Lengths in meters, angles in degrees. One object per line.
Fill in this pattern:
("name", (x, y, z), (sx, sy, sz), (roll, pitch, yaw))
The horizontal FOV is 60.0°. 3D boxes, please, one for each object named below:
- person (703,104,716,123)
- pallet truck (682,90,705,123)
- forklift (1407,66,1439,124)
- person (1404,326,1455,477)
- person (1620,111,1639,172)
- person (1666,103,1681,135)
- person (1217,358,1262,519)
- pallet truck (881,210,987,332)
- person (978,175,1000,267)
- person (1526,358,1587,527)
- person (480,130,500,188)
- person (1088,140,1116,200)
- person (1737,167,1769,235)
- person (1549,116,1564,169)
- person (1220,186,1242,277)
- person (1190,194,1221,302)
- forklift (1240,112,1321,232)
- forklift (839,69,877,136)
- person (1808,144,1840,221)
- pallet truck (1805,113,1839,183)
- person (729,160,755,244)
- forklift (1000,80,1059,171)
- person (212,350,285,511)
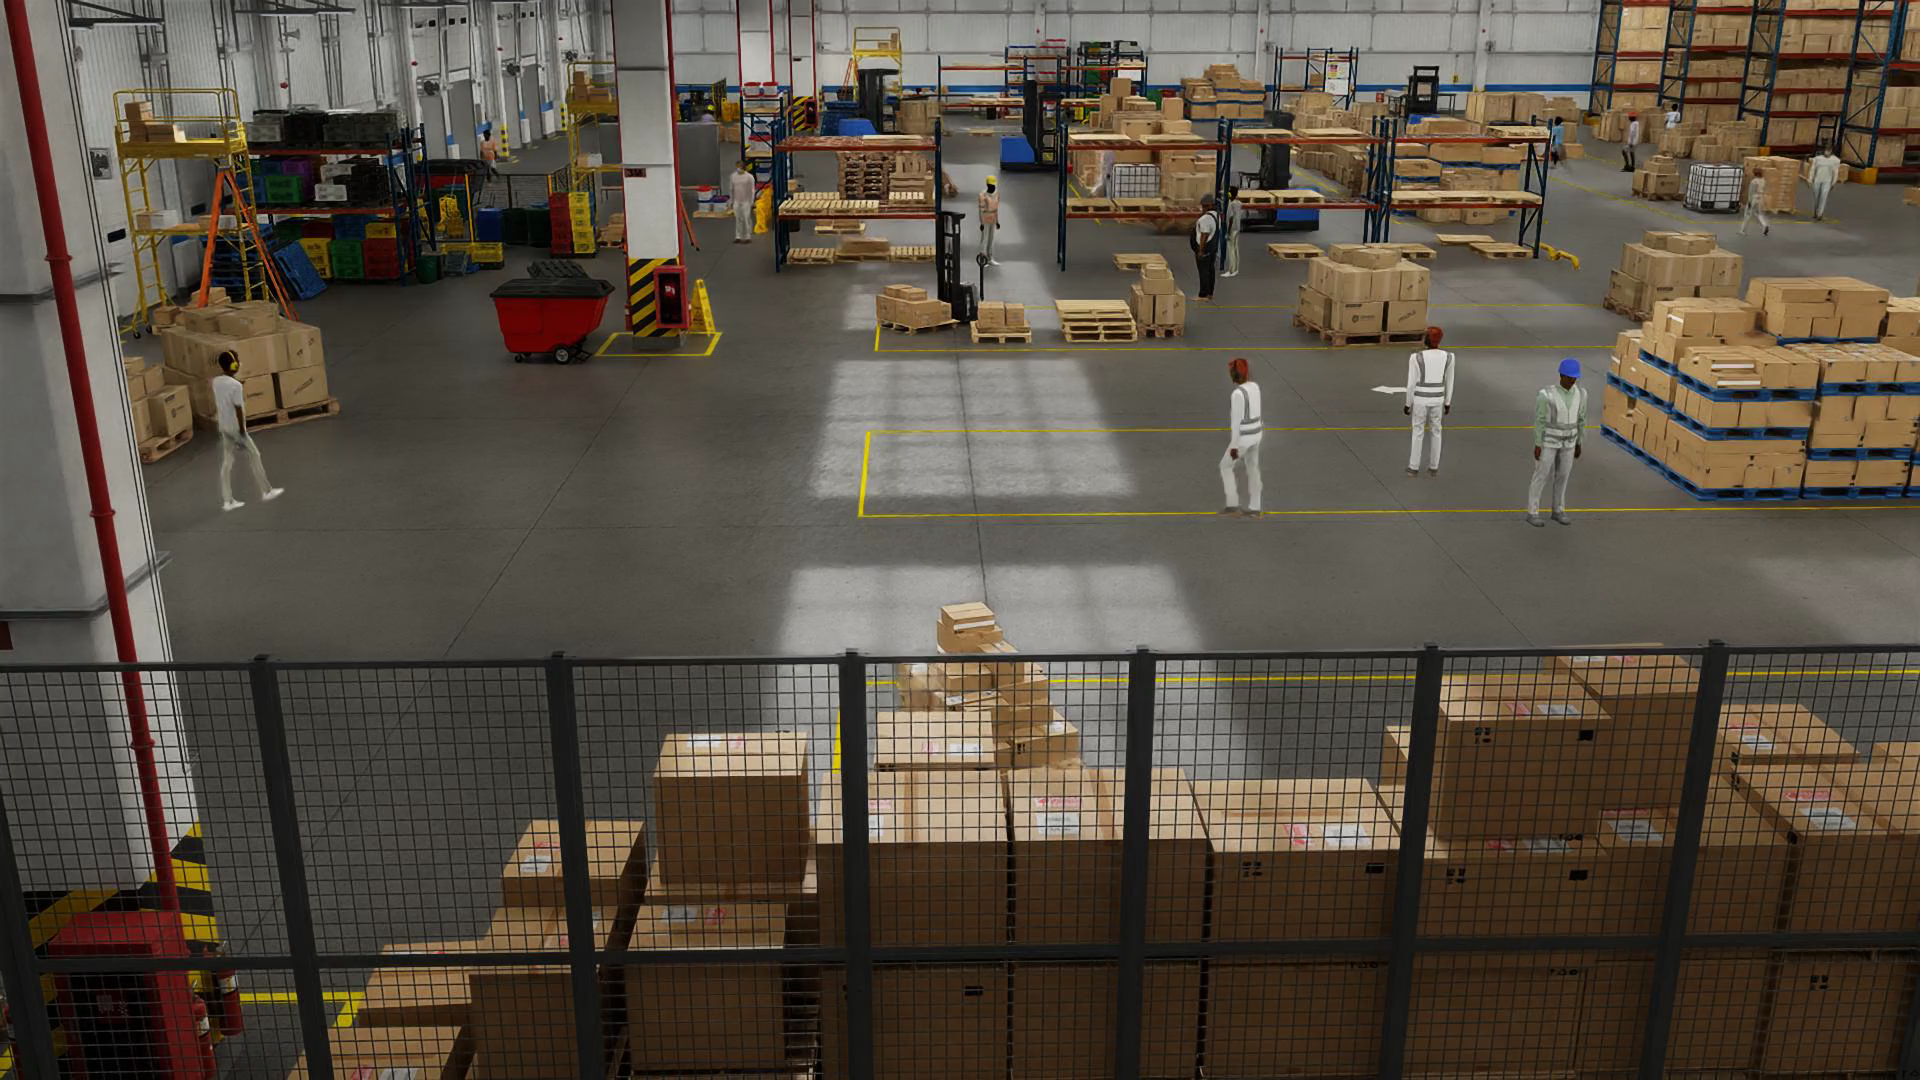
("person", (-8.485, -13.691, 56.002), (0.672, 1.897, 0.589), (15, 24, 37))
("pallet truck", (-9.671, -15.907, 62.421), (0.823, 1.965, 1.885), (5, 19, 15))
("forklift", (17.361, -16.345, 62.361), (1.129, 2.768, 1.873), (2, 19, 7))
("person", (5.754, -1.699, 20.444), (0.584, 1.883, 0.346), (-2, 19, -5))
("person", (21.398, -12.713, 53.078), (0.543, 1.918, 0.568), (13, 23, 34))
("person", (25.492, -14.783, 59.561), (0.480, 1.684, 0.538), (-15, 24, -38))
("person", (3.188, -1.149, 18.844), (0.614, 1.860, 0.645), (15, 24, 38))
("pallet truck", (-0.493, -4.759, 29.349), (1.885, 1.965, 0.823), (-13, 23, -34))
("person", (0.641, -6.828, 35.593), (0.385, 1.928, 0.589), (17, 25, 41))
("person", (6.680, -1.090, 18.564), (0.603, 1.938, 0.425), (-4, 19, -12))
("person", (-13.916, -11.288, 49.206), (0.540, 1.683, 0.493), (4, 19, 12))
("person", (3.915, -10.048, 45.345), (0.774, 1.808, 0.647), (-5, 19, -14))
("person", (19.094, -8.105, 39.853), (0.522, 1.613, 0.671), (-9, 21, -25))
("person", (19.323, -12.831, 53.766), (0.426, 1.684, 0.546), (17, 25, 41))
("person", (5.605, -6.361, 34.312), (0.334, 1.864, 0.521), (11, 22, 30))
("person", (4.645, -5.572, 31.693), (0.538, 2.000, 0.689), (11, 21, 29))
("forklift", (7.784, -8.948, 40.417), (1.873, 2.768, 1.129), (-1, 19, -2))
("forklift", (-3.352, -15.533, 59.950), (1.873, 2.768, 1.129), (-10, 21, -28))
("person", (22.064, -9.147, 42.513), (0.634, 1.908, 0.875), (14, 23, 35))
("pallet truck", (26.403, -11.957, 50.702), (0.823, 1.965, 1.885), (6, 19, 16))
("person", (-5.052, -7.843, 38.588), (0.635, 1.937, 0.353), (7, 20, 20))
("forklift", (2.238, -13.269, 53.236), (1.873, 2.768, 1.129), (-1, 19, -2))
("person", (-8.367, -1.305, 19.349), (0.530, 1.832, 0.879), (8, 20, 23))
